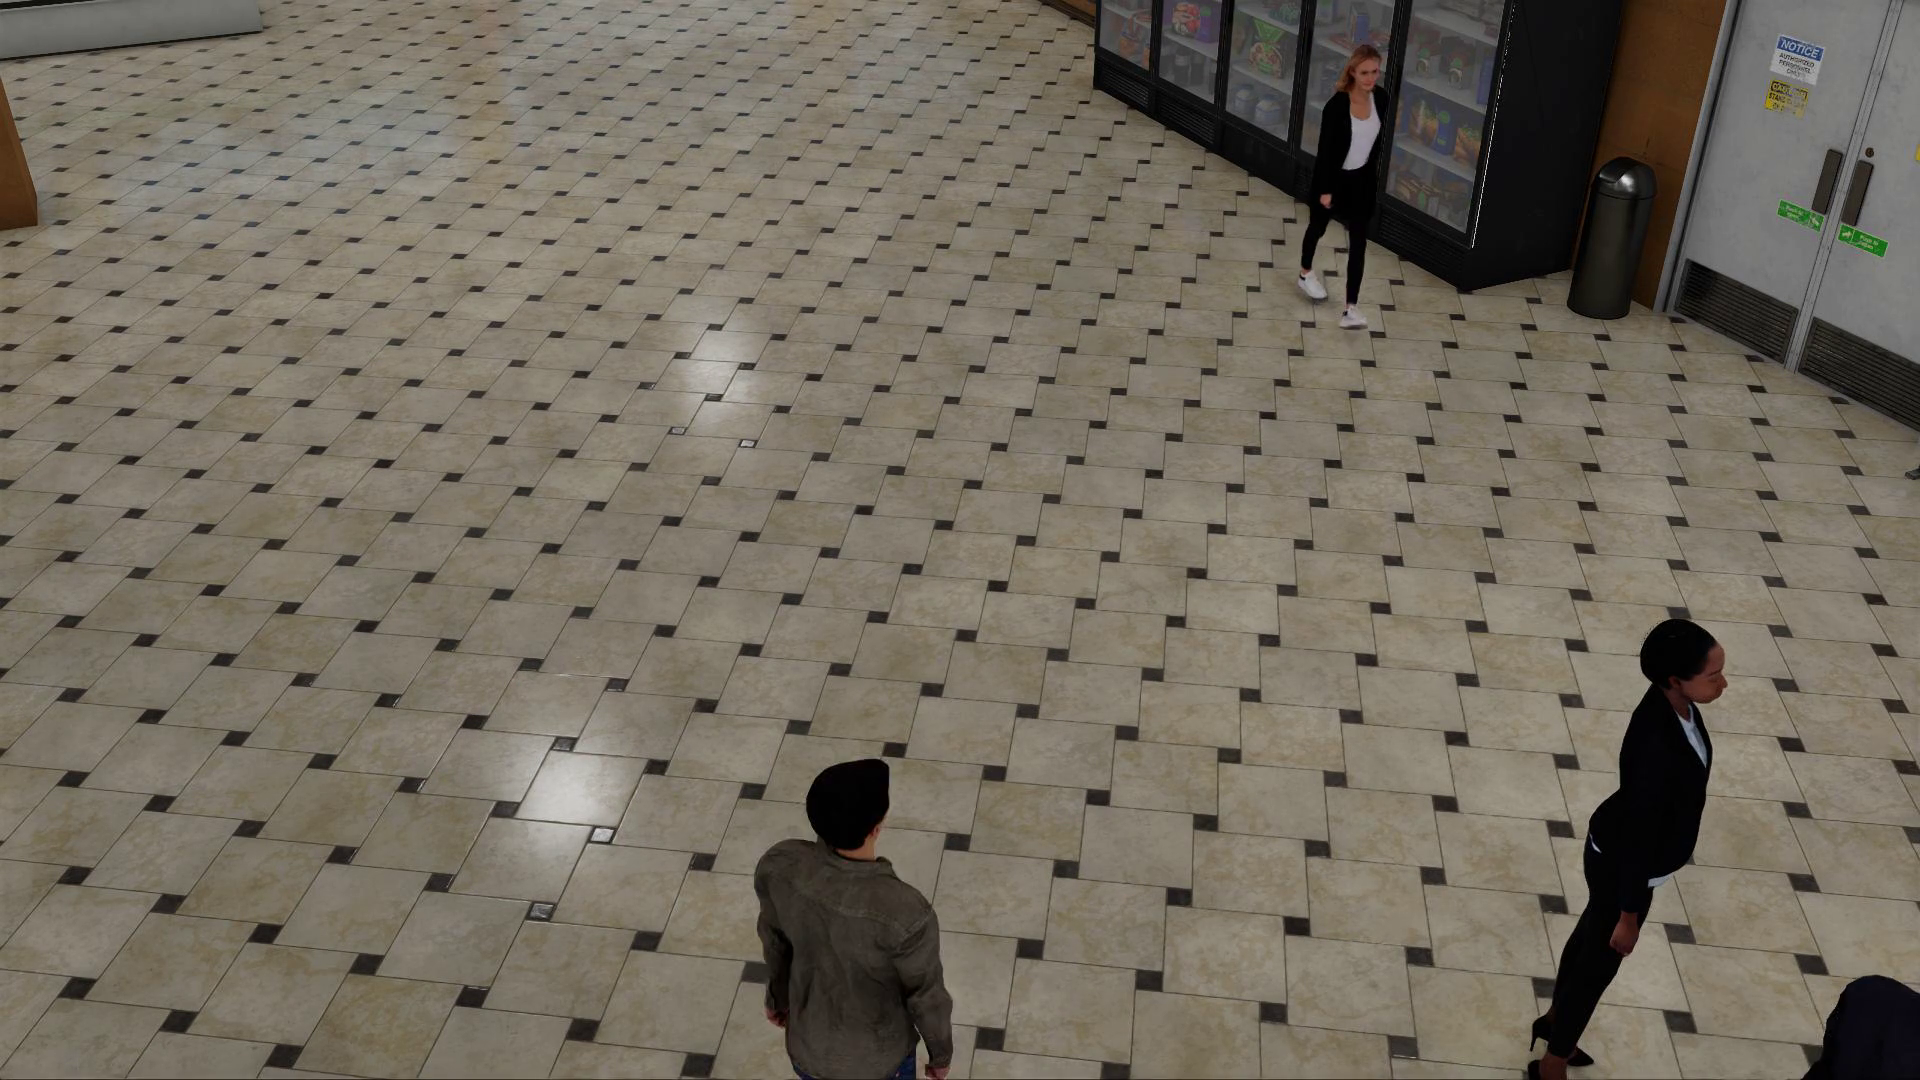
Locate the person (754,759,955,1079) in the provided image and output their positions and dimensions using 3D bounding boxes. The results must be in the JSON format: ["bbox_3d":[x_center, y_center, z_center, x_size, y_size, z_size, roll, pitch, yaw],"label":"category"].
[{"bbox_3d":[-0.336,1.381,4.426,0.850,1.848,0.885,16,35,23],"label":"person"}]

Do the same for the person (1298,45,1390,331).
[{"bbox_3d":[2.334,-2.197,10.292,1.170,1.725,0.824,-11,33,-16],"label":"person"}]

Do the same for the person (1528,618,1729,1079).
[{"bbox_3d":[2.008,1.009,5.035,0.744,1.835,0.662,14,35,22],"label":"person"}]
